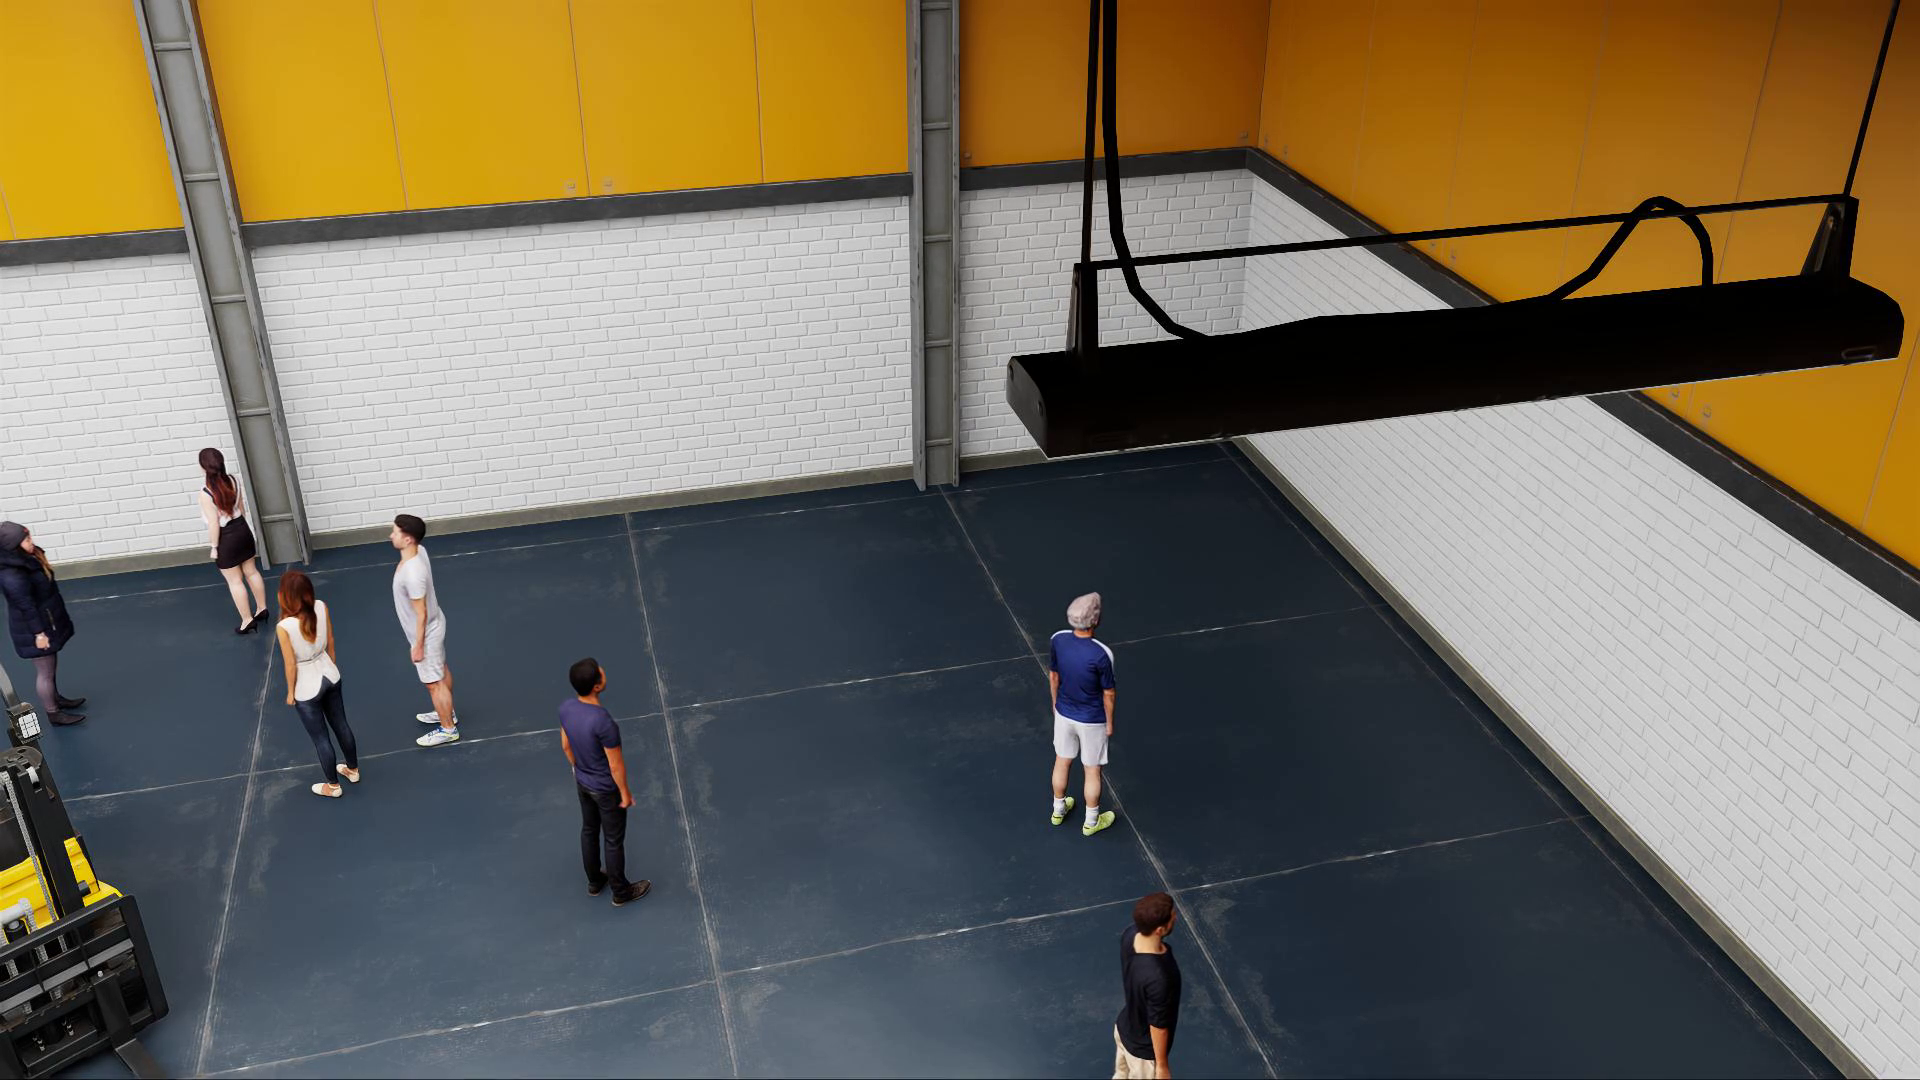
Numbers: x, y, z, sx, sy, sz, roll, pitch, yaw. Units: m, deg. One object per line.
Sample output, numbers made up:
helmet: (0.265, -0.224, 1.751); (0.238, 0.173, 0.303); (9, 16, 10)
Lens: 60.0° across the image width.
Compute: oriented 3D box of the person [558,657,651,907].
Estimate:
person: (-2.299, 1.534, 10.550); (0.716, 1.793, 0.757); (18, 33, 29)

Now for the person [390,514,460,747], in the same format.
person: (-3.900, 0.637, 12.130); (0.554, 1.855, 0.672); (-7, 29, -12)

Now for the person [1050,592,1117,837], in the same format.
person: (0.820, 1.164, 11.181); (0.719, 1.839, 0.770); (17, 33, 28)

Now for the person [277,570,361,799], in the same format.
person: (-4.461, 0.995, 11.547); (0.716, 1.785, 0.662); (14, 32, 24)

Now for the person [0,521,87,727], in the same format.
person: (-6.870, 0.609, 12.369); (0.681, 1.674, 0.703); (-12, 31, -20)

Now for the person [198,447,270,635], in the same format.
person: (-5.921, 0.005, 13.504); (0.673, 1.648, 0.644); (10, 30, 17)

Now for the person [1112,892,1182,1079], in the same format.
person: (0.940, 2.570, 8.590); (0.542, 1.851, 0.632); (-7, 29, -12)
